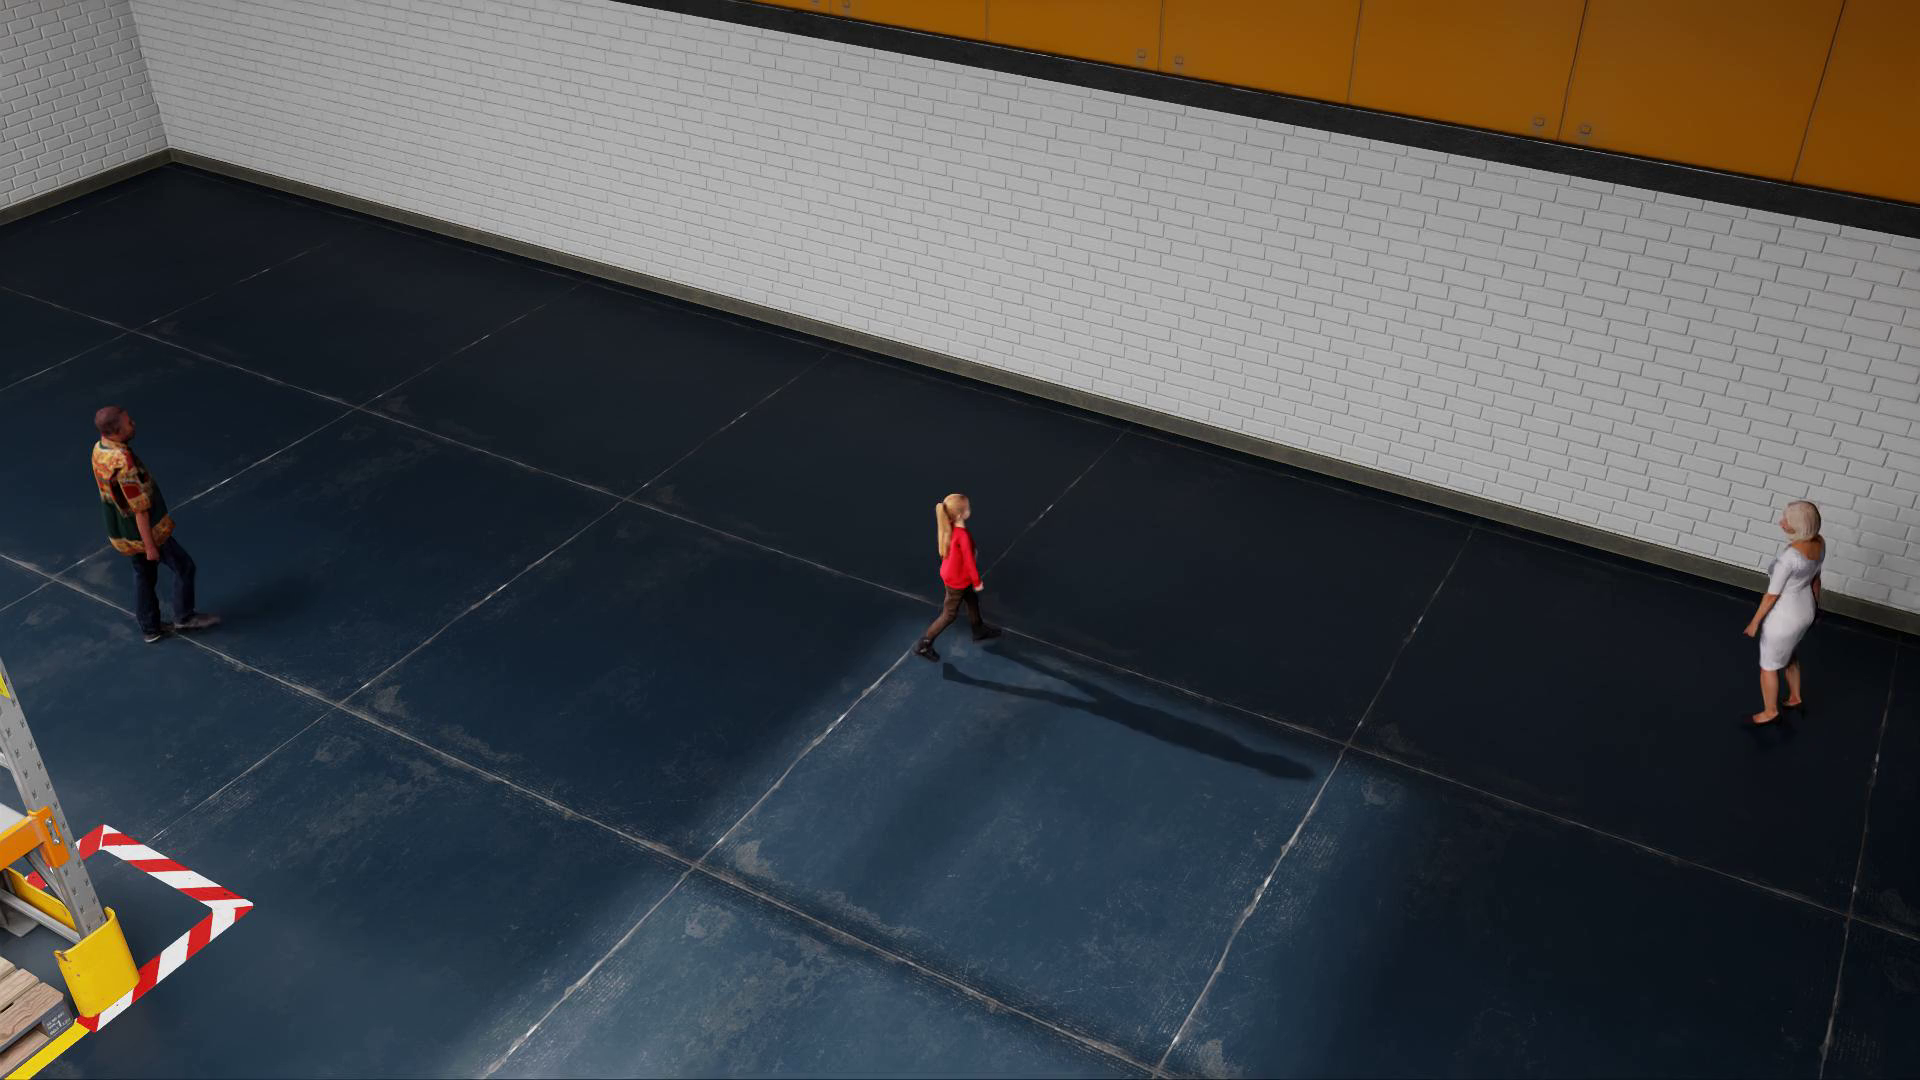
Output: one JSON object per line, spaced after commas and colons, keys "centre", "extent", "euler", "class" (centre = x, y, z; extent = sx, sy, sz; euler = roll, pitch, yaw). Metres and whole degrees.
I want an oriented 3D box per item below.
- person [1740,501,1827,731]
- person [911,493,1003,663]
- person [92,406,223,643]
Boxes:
{"centre": [5.277, 0.506, 10.505], "extent": [0.726, 1.711, 0.871], "euler": [-12, 36, -18], "class": "person"}
{"centre": [-0.065, 0.276, 11.260], "extent": [0.938, 1.259, 0.865], "euler": [-9, 35, -14], "class": "person"}
{"centre": [-5.646, -0.054, 11.277], "extent": [0.865, 1.789, 0.816], "euler": [-25, 41, -33], "class": "person"}
